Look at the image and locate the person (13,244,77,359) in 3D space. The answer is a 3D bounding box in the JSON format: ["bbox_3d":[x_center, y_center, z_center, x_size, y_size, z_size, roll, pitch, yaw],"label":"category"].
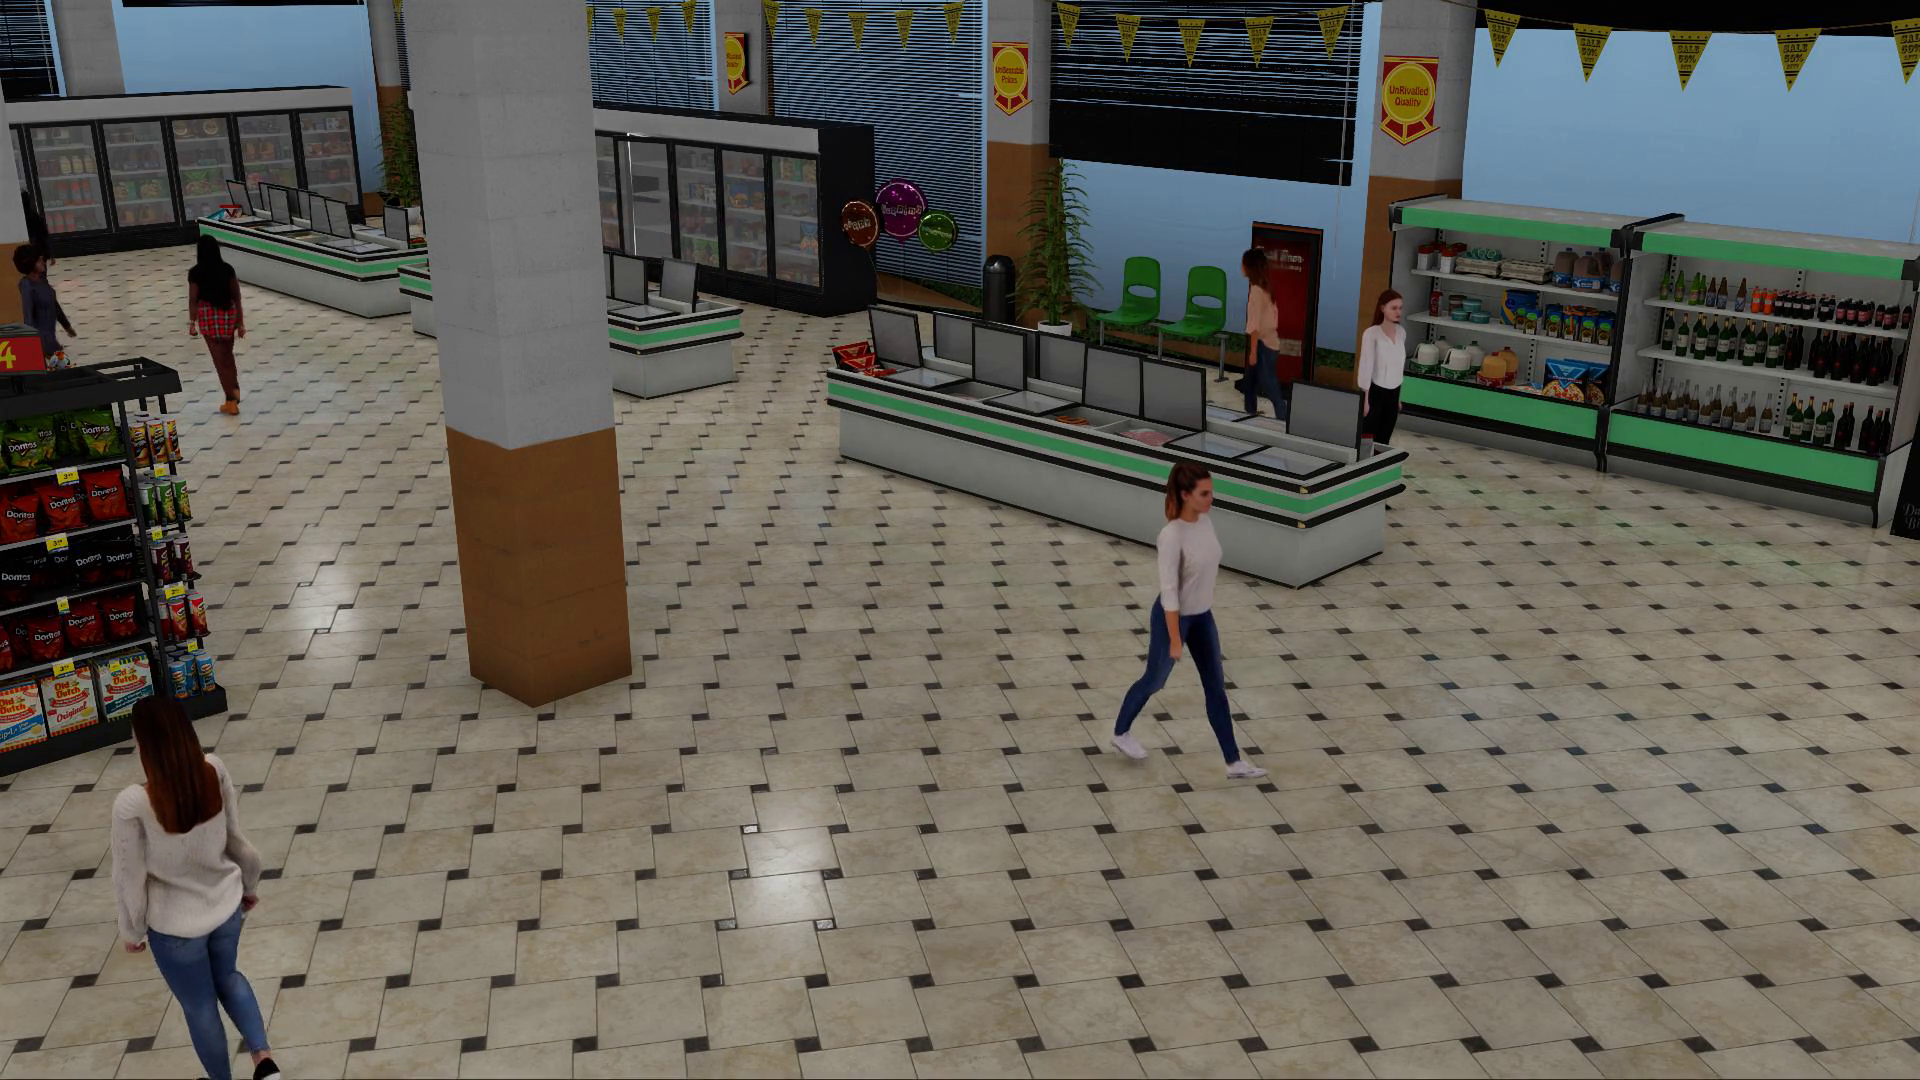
[{"bbox_3d":[-8.646,-1.888,15.522,1.063,1.674,1.067,-2,19,-7],"label":"person"}]

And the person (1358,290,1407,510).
[{"bbox_3d":[3.279,-1.079,12.987,0.637,1.760,0.561,-12,22,-31],"label":"person"}]

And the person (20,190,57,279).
[{"bbox_3d":[-11.331,-3.428,20.195,1.027,1.606,1.102,-1,19,-2],"label":"person"}]

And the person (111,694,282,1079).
[{"bbox_3d":[-2.670,1.348,5.911,0.771,1.682,0.704,12,22,32],"label":"person"}]

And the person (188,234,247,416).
[{"bbox_3d":[-7.043,-2.041,15.918,0.659,1.711,0.641,14,23,36],"label":"person"}]

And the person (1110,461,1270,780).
[{"bbox_3d":[1.076,0.438,8.636,1.156,1.667,0.683,16,24,39],"label":"person"}]

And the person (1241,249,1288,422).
[{"bbox_3d":[2.749,-1.662,14.719,0.952,1.759,0.829,4,19,10],"label":"person"}]
